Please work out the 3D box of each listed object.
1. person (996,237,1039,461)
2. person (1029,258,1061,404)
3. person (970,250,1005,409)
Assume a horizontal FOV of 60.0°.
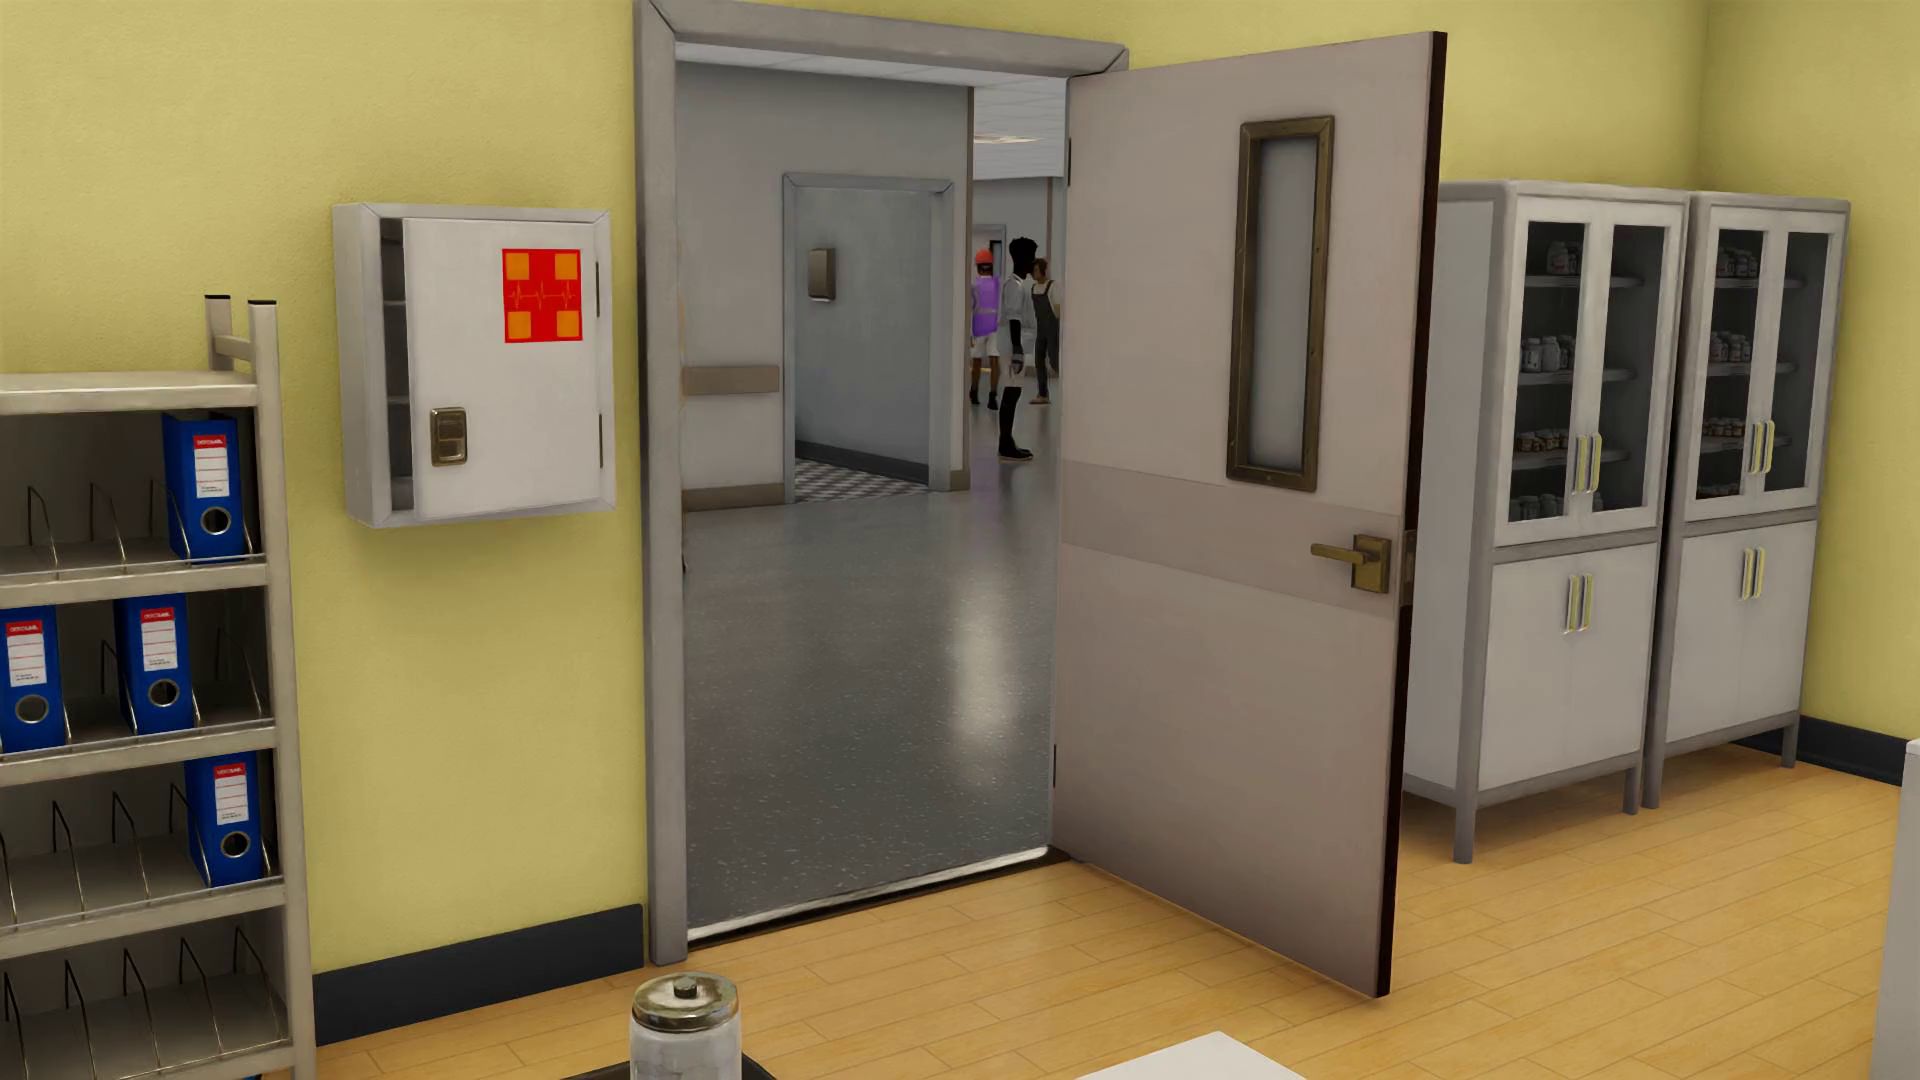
[{"bbox_3d":[0.502,-1.684,14.689,0.365,1.964,0.610,1,10,1],"label":"person"},{"bbox_3d":[1.128,-2.570,20.520,0.657,1.809,0.545,-7,13,-40],"label":"person"},{"bbox_3d":[0.306,-2.534,20.008,0.561,1.875,1.029,-1,10,-8],"label":"person"}]
